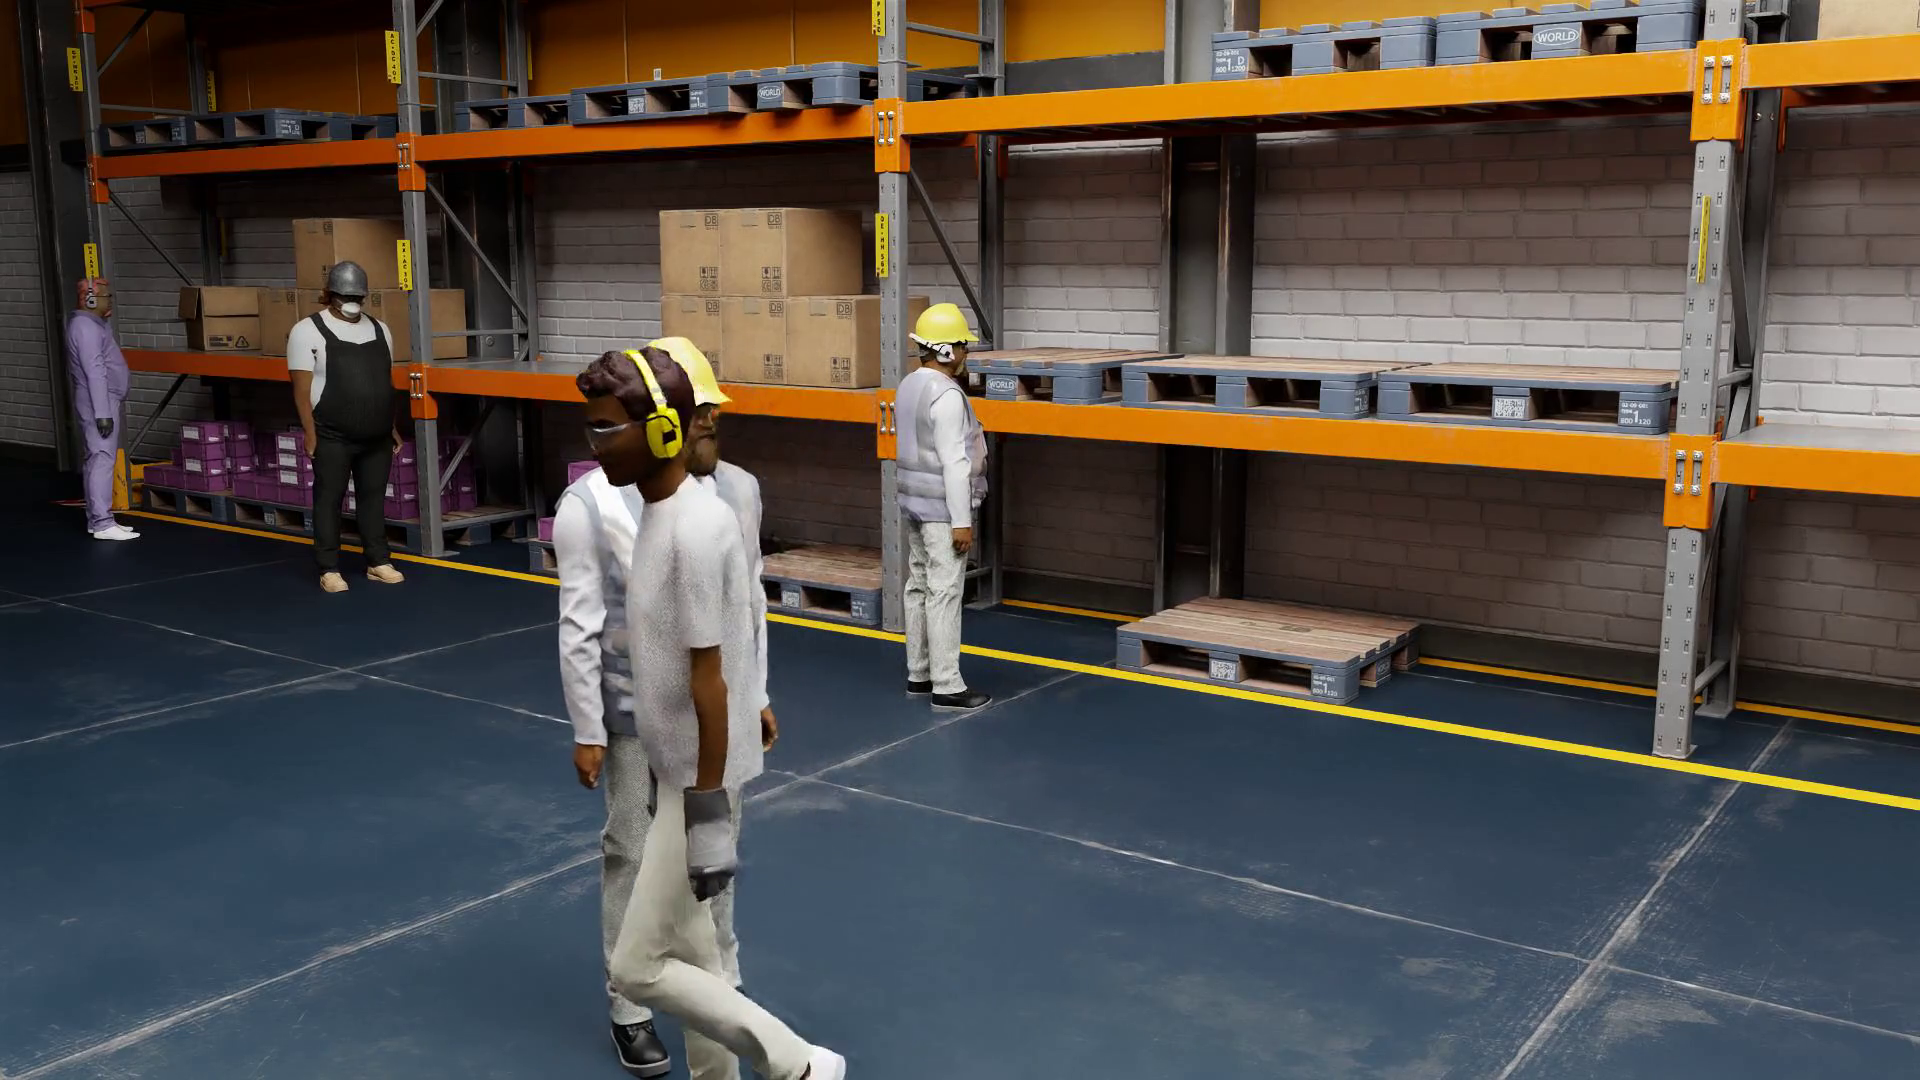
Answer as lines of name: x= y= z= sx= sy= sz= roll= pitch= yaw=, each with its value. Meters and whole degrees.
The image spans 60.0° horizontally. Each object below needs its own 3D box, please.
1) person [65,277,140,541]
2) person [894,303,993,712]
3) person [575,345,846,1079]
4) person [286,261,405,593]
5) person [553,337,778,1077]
person: x=-6.238 y=-0.952 z=12.108 sx=0.405 sy=1.906 sz=0.652 roll=-6 pitch=11 yaw=-32
person: x=-0.078 y=-0.144 z=7.518 sx=0.403 sy=1.833 sz=0.586 roll=-4 pitch=10 yaw=-24
person: x=-0.558 y=0.513 z=3.538 sx=0.460 sy=1.849 sz=0.576 roll=-3 pitch=10 yaw=-17
person: x=-3.732 y=-0.710 z=10.269 sx=0.536 sy=2.000 sz=0.675 roll=8 pitch=12 yaw=39
person: x=-0.713 y=0.410 z=4.206 sx=0.600 sy=1.833 sz=0.404 roll=-8 pitch=13 yaw=-41
